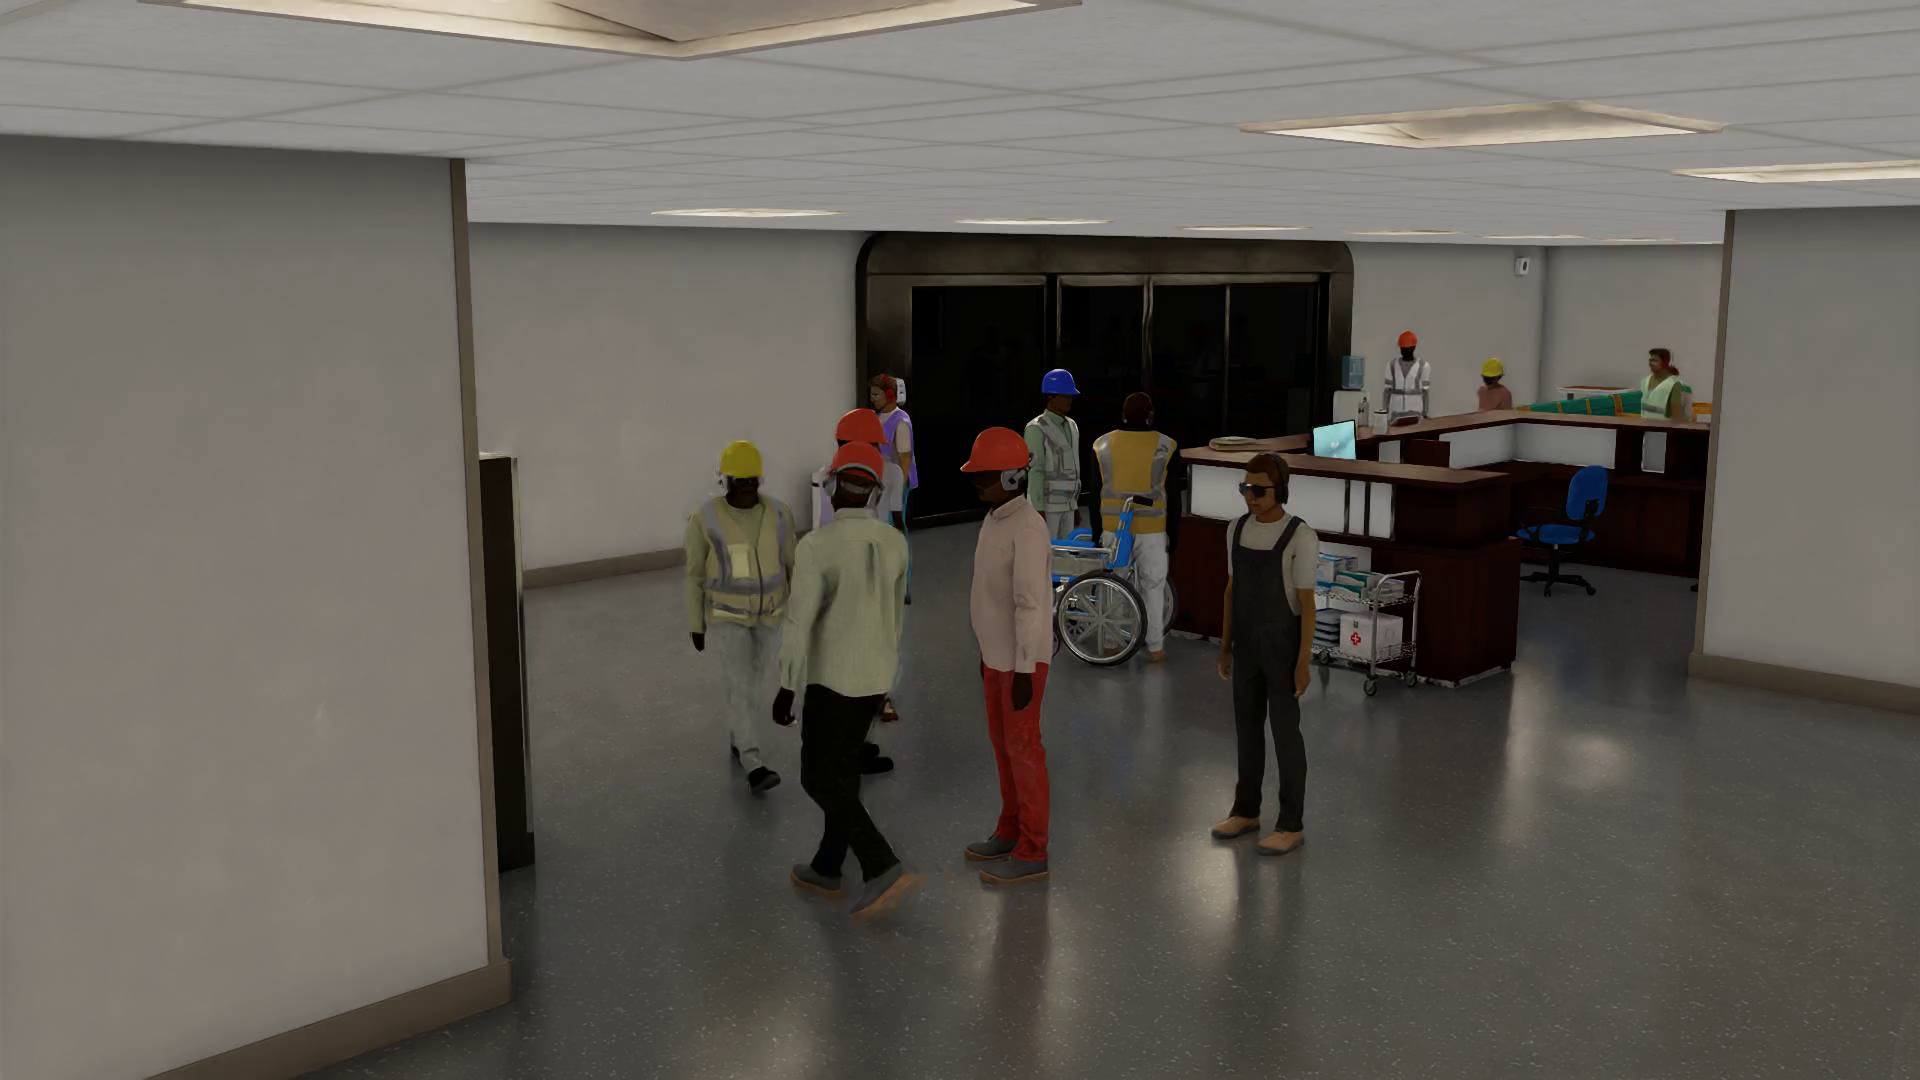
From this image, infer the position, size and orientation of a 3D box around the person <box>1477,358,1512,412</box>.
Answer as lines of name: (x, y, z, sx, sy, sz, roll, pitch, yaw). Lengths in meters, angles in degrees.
person: (5.661, -1.073, 17.653, 0.760, 1.722, 0.542, -4, 10, -25)

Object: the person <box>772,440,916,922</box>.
person: (-0.446, 0.571, 6.881, 0.697, 1.949, 0.654, 8, 12, 41)

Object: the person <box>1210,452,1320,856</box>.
person: (1.398, 0.510, 7.609, 0.339, 1.838, 0.507, -7, 12, -39)

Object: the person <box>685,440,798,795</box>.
person: (-1.064, 0.380, 8.552, 0.592, 1.781, 0.923, -6, 11, -31)

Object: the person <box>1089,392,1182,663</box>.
person: (1.186, -0.080, 11.246, 0.629, 1.835, 0.429, 2, 10, 14)

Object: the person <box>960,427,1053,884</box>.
person: (0.199, 0.497, 7.249, 0.401, 1.986, 0.608, -3, 10, -18)

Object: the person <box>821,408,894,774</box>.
person: (-0.542, 0.269, 8.816, 0.385, 1.929, 0.547, -3, 10, -20)

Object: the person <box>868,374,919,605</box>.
person: (-0.541, -0.393, 13.142, 0.390, 1.837, 0.562, -4, 10, -23)

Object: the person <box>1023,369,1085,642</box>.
person: (0.679, -0.256, 11.956, 0.384, 1.948, 0.605, 6, 11, 31)

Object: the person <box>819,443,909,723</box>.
person: (-0.560, 0.163, 9.699, 0.531, 1.855, 0.358, -1, 9, -5)

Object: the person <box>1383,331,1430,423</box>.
person: (5.527, -1.634, 20.546, 0.551, 1.911, 0.730, 5, 11, 28)
